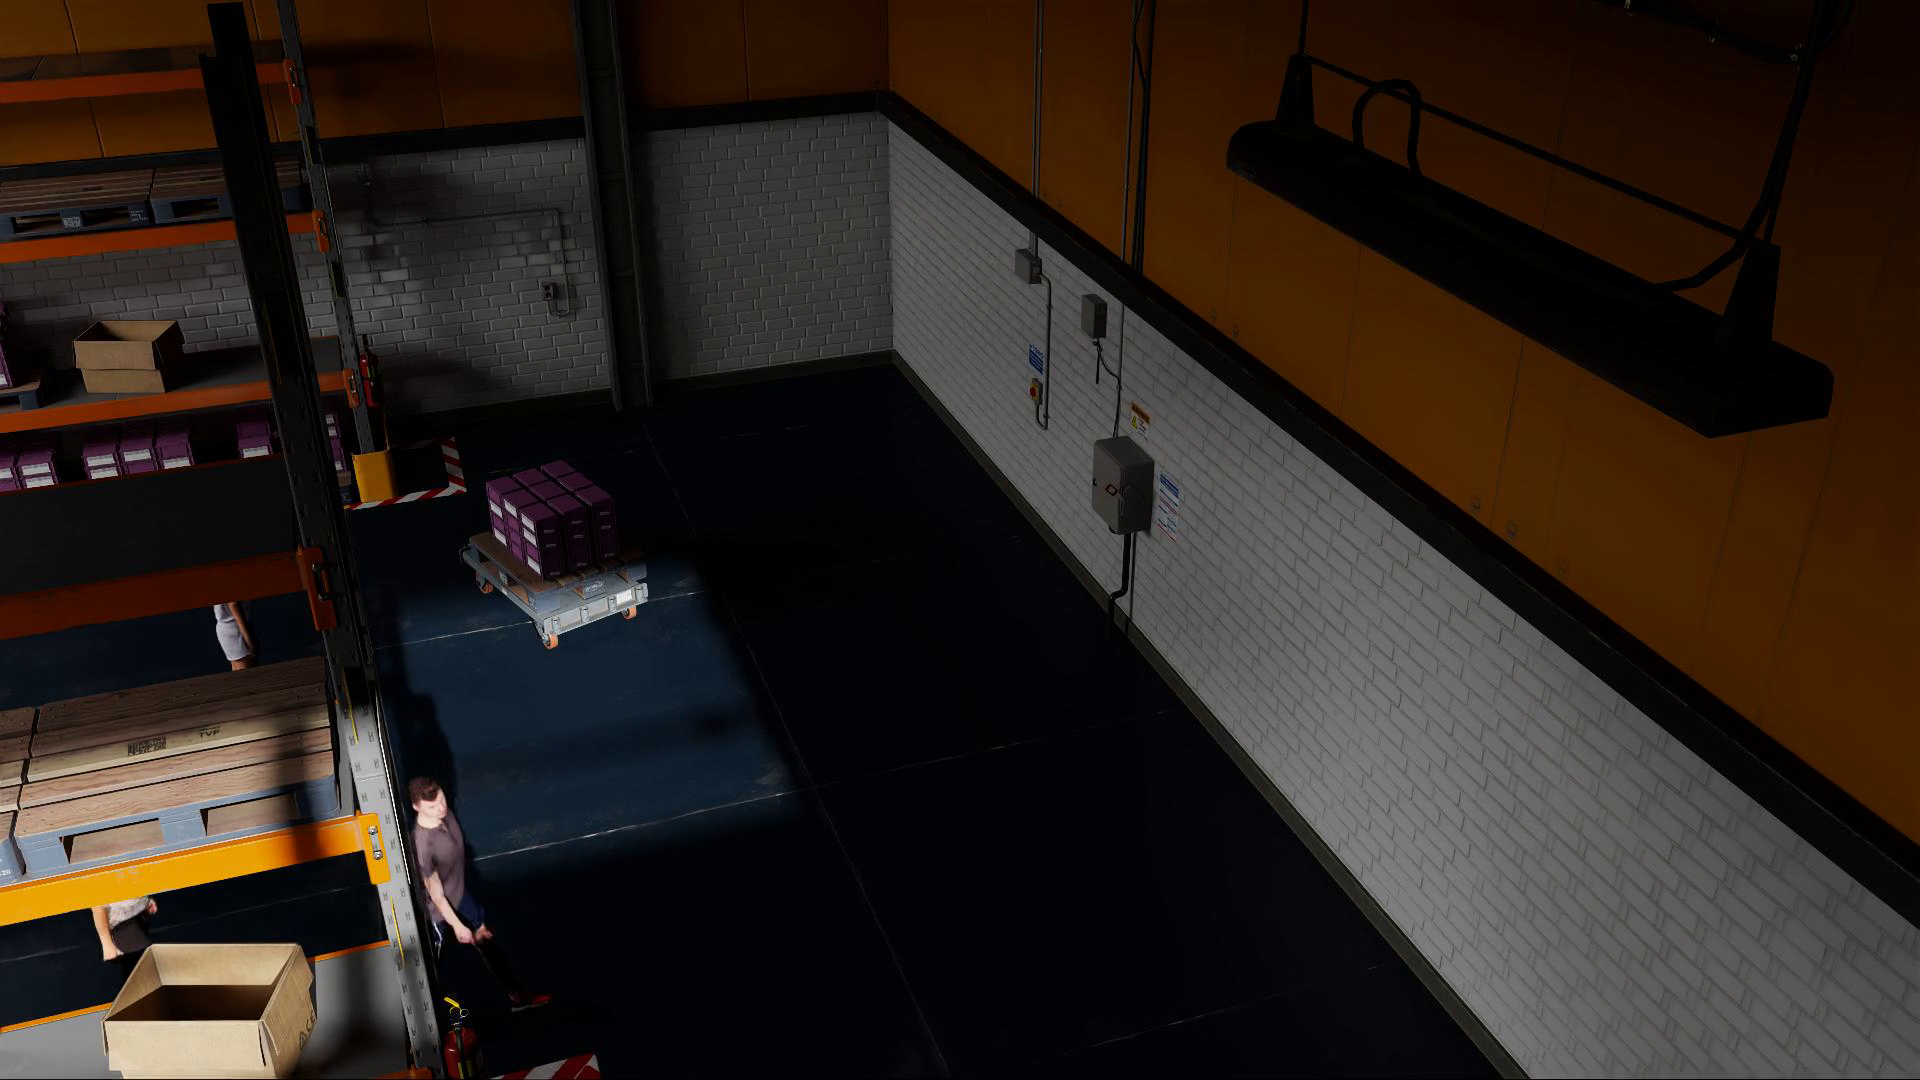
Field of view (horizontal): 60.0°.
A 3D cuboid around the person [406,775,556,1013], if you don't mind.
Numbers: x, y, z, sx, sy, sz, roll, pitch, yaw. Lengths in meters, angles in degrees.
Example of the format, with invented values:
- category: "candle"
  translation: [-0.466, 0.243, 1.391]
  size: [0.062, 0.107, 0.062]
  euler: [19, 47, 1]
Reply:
- category: "person"
  translation: [-3.016, 2.084, 9.432]
  size: [1.249, 1.802, 0.972]
  euler: [0, 29, -1]
